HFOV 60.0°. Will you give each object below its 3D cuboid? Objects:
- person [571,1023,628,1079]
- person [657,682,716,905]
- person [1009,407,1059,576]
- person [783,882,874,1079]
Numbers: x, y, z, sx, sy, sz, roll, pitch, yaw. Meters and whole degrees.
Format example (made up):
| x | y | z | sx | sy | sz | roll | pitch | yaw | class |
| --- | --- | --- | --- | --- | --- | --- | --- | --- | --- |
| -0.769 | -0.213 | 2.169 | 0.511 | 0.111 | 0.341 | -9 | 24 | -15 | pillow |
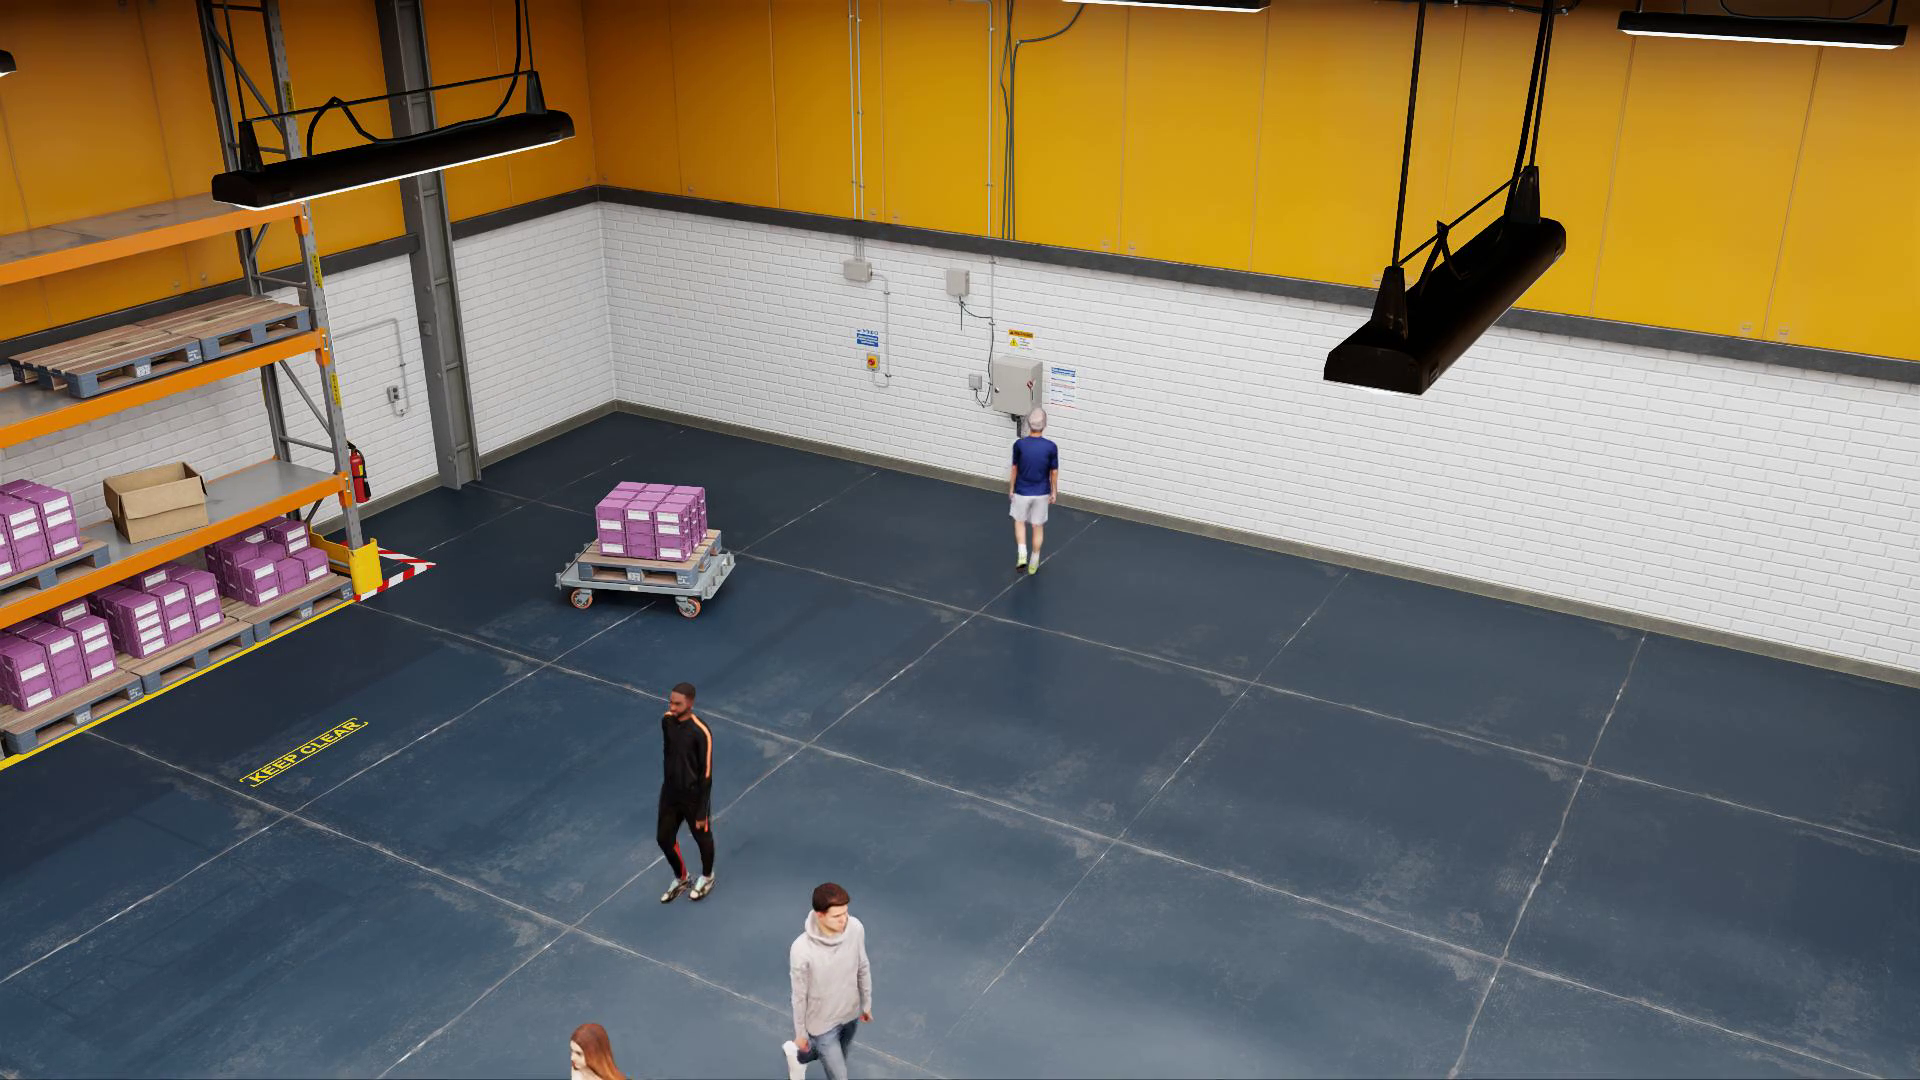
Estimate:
| x | y | z | sx | sy | sz | roll | pitch | yaw | class |
| --- | --- | --- | --- | --- | --- | --- | --- | --- | --- |
| -1.821 | 3.280 | 8.944 | 0.648 | 1.678 | 1.075 | 16 | 28 | 32 | person |
| -1.930 | 1.805 | 12.167 | 0.636 | 1.798 | 0.672 | 14 | 27 | 28 | person |
| 0.750 | -0.469 | 17.331 | 0.799 | 1.828 | 0.835 | 2 | 24 | 4 | person |
| -0.826 | 2.783 | 9.894 | 1.166 | 1.826 | 0.970 | -19 | 30 | -37 | person |
